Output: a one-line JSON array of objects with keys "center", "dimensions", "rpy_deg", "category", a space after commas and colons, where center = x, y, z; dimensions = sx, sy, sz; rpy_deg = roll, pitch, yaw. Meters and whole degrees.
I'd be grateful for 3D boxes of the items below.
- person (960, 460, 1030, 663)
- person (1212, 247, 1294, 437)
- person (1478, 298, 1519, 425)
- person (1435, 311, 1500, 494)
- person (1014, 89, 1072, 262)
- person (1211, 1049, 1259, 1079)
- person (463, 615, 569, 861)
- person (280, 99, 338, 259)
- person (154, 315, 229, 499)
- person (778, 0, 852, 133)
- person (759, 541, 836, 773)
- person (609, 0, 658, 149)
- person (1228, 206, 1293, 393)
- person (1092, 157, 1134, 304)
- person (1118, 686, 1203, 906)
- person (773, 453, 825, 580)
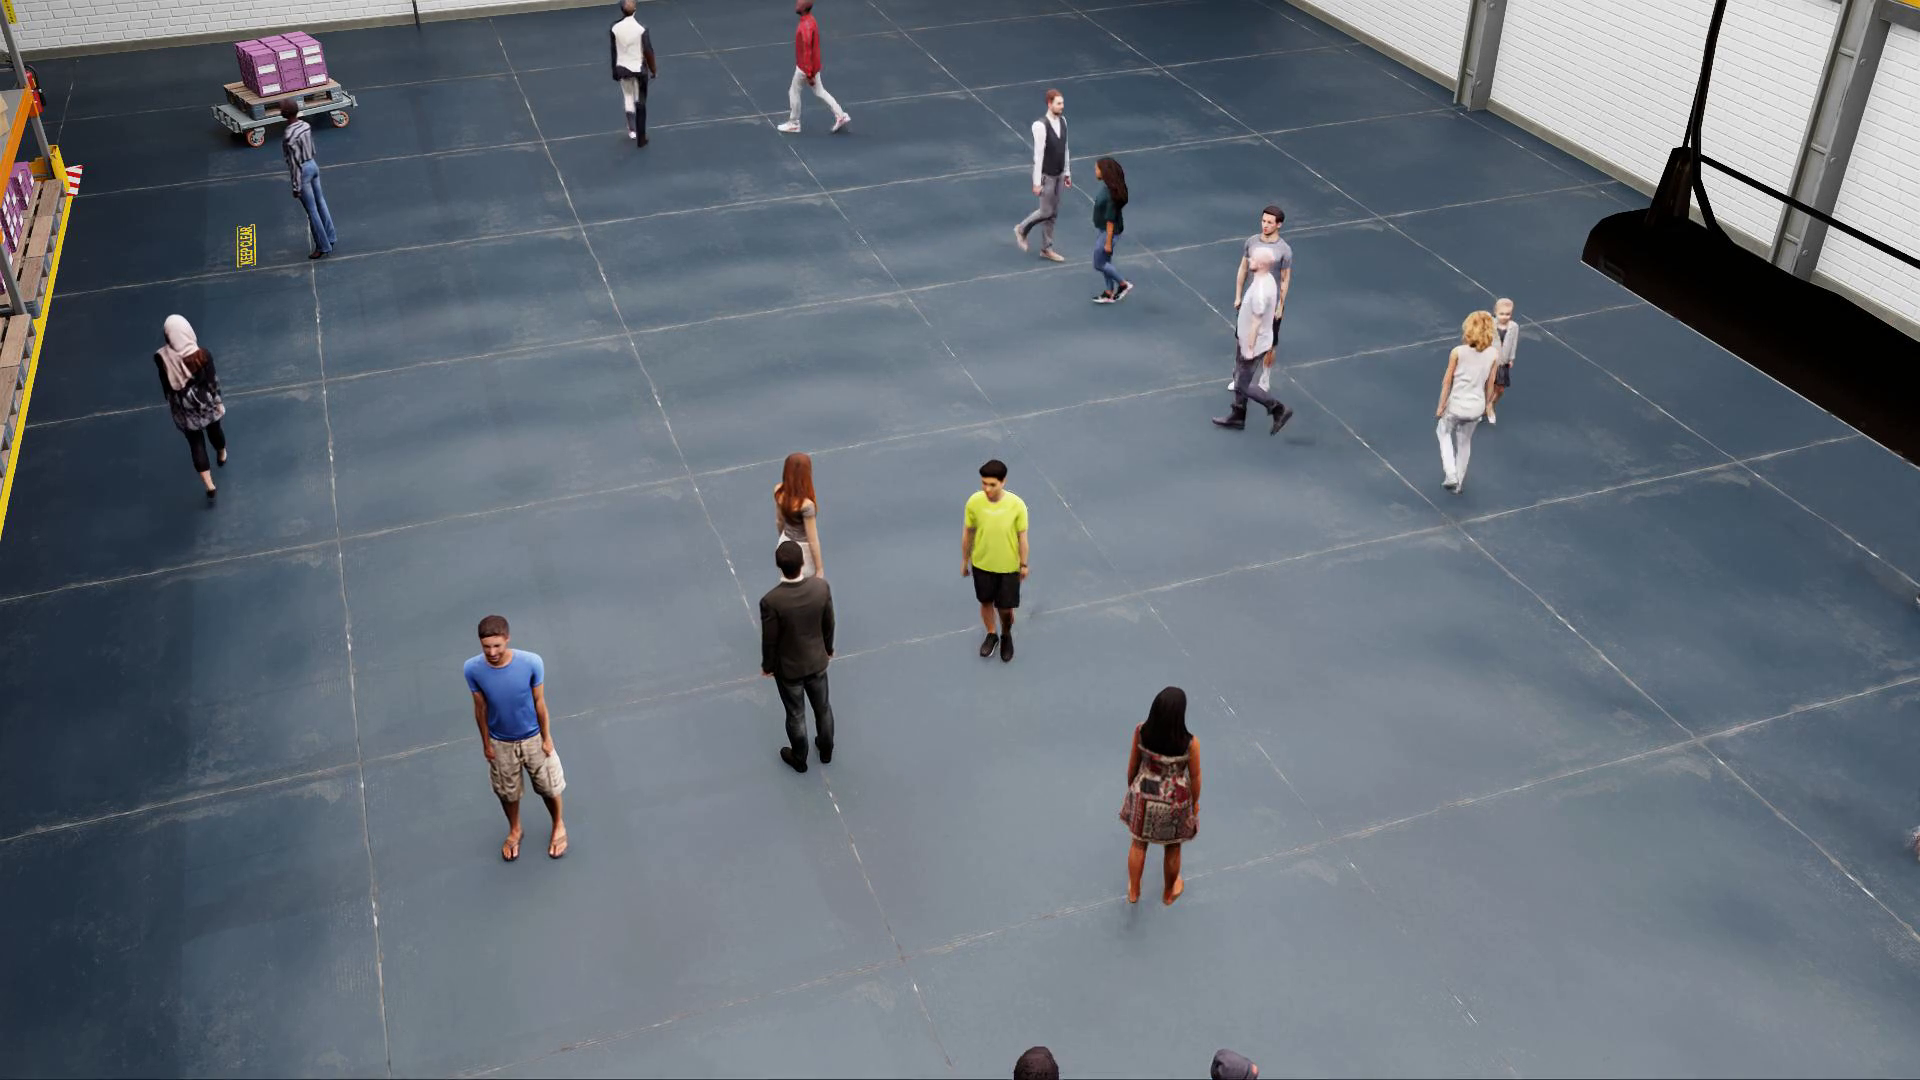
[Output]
[{"center": [0.283, 0.107, 12.274], "dimensions": [0.765, 1.694, 0.799], "rpy_deg": [8, 34, 12], "category": "person"}, {"center": [2.722, -1.754, 14.967], "dimensions": [1.039, 1.813, 1.037], "rpy_deg": [8, 34, 12], "category": "person"}, {"center": [4.918, -1.684, 15.360], "dimensions": [0.625, 1.261, 0.651], "rpy_deg": [1, 34, 2], "category": "person"}, {"center": [4.308, -1.119, 14.156], "dimensions": [0.747, 1.653, 0.793], "rpy_deg": [1, 34, 2], "category": "person"}, {"center": [0.909, -4.029, 18.291], "dimensions": [0.988, 1.923, 0.889], "rpy_deg": [26, 41, 33], "category": "person"}, {"center": [1.192, 3.019, 7.804], "dimensions": [0.748, 1.794, 0.631], "rpy_deg": [4, 34, 6], "category": "person"}, {"center": [-2.785, 1.213, 10.460], "dimensions": [0.681, 1.861, 0.627], "rpy_deg": [-5, 34, -8], "category": "person"}, {"center": [-7.211, -3.996, 18.356], "dimensions": [0.754, 1.796, 0.617], "rpy_deg": [3, 34, 4], "category": "person"}, {"center": [-6.542, -1.114, 14.203], "dimensions": [0.650, 1.592, 1.099], "rpy_deg": [-13, 36, -19], "category": "person"}, {"center": [-1.876, -6.164, 21.612], "dimensions": [1.115, 1.800, 1.239], "rpy_deg": [6, 34, 8], "category": "person"}, {"center": [-1.069, 0.786, 11.156], "dimensions": [0.702, 1.800, 0.584], "rpy_deg": [-16, 37, -23], "category": "person"}, {"center": [-4.192, -5.939, 21.204], "dimensions": [0.818, 1.877, 0.813], "rpy_deg": [2, 34, 3], "category": "person"}, {"center": [2.860, -2.257, 15.670], "dimensions": [0.689, 1.871, 0.797], "rpy_deg": [22, 39, 29], "category": "person"}, {"center": [1.622, -3.188, 17.317], "dimensions": [0.784, 1.598, 0.728], "rpy_deg": [2, 34, 3], "category": "person"}, {"center": [1.219, 1.565, 10.124], "dimensions": [0.729, 1.646, 0.755], "rpy_deg": [10, 35, 15], "category": "person"}, {"center": [-1.206, 0.120, 12.235], "dimensions": [0.610, 1.716, 0.728], "rpy_deg": [28, 43, 35], "category": "person"}]
